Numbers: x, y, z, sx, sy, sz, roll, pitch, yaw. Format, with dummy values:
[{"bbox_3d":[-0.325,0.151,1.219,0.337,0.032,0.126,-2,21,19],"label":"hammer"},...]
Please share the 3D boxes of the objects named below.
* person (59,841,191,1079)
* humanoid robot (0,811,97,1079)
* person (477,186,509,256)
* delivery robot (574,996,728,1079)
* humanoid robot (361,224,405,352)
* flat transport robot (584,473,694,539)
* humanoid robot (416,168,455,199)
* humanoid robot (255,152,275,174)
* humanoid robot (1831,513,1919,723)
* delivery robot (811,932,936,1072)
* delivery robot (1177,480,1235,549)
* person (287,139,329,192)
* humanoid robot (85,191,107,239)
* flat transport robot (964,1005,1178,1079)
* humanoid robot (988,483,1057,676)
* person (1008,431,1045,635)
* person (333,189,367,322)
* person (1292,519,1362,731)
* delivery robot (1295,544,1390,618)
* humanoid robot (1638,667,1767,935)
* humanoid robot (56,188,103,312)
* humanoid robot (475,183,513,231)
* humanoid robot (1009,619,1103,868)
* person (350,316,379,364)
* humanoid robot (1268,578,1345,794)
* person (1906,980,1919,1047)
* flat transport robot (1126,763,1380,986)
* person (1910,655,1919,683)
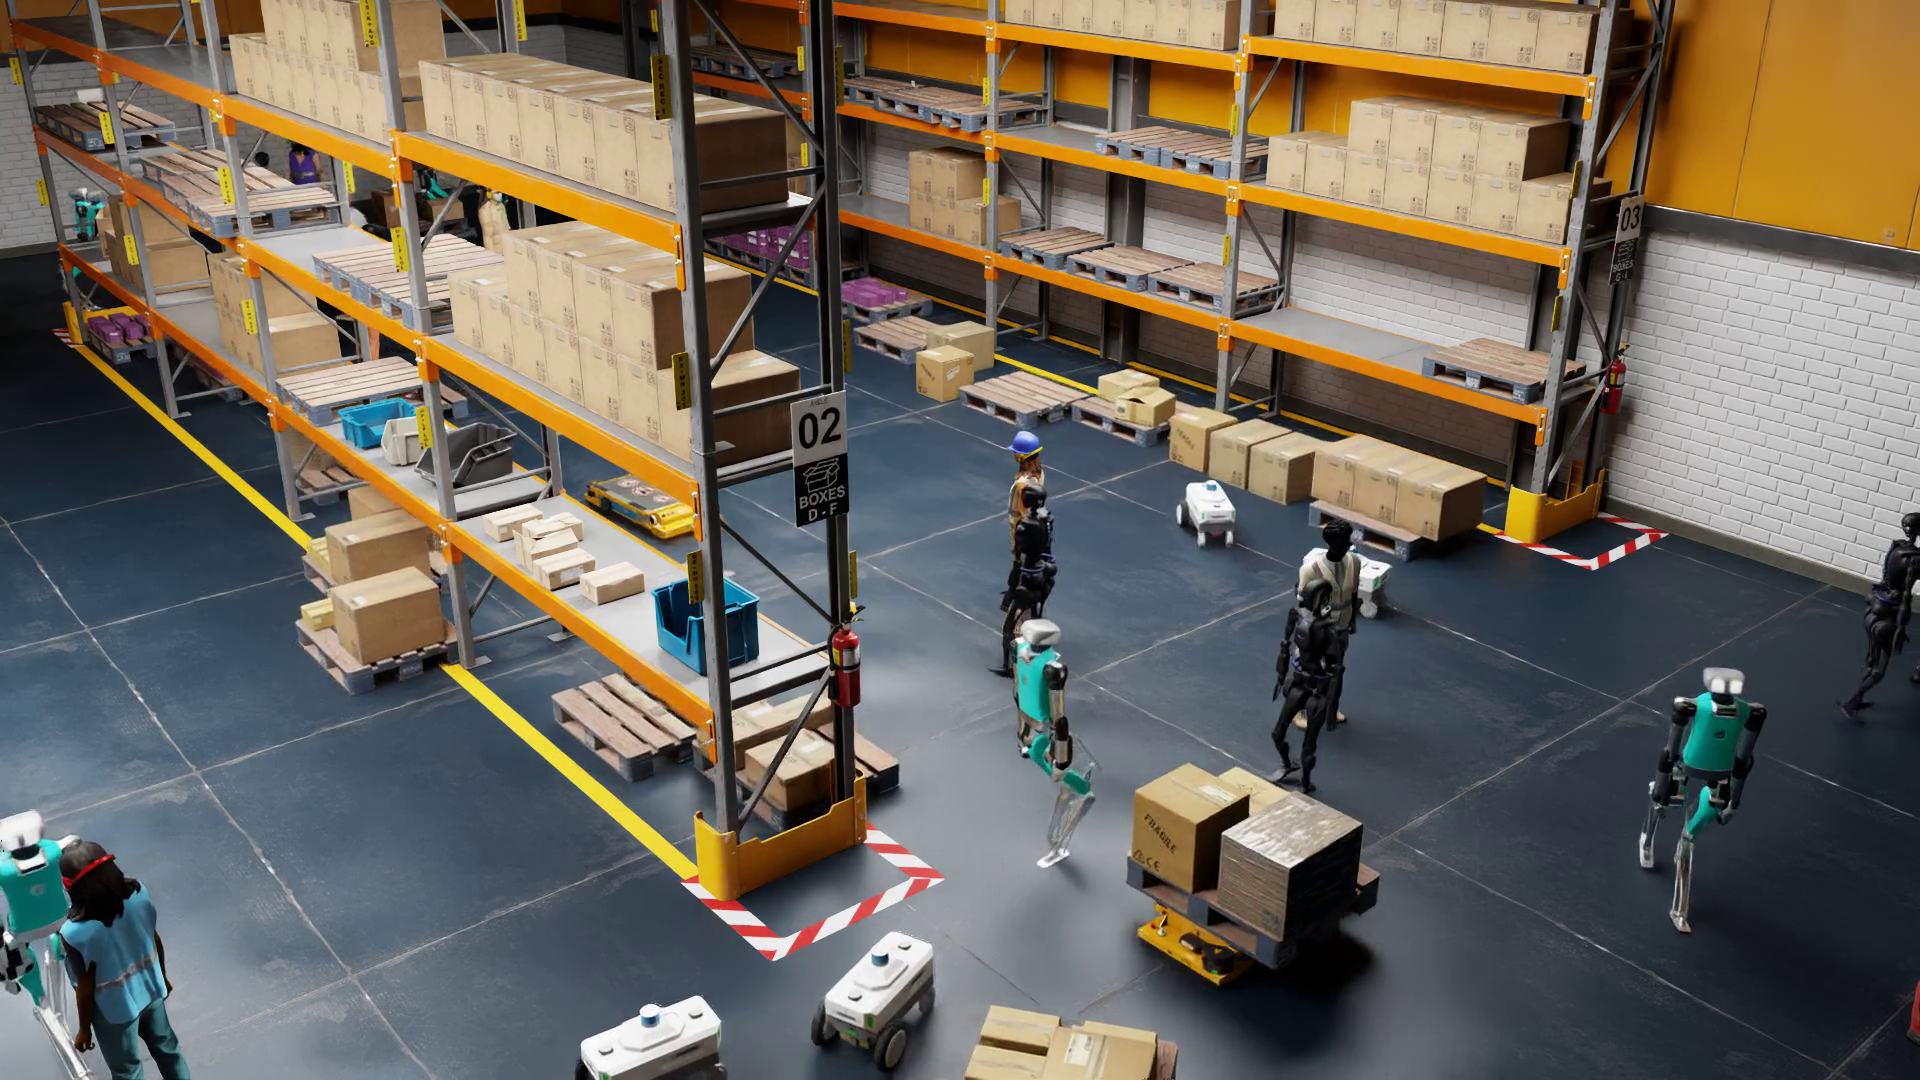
[{"bbox_3d":[-4.150,2.309,8.277,0.389,1.871,0.529,11,26,23],"label":"person"},{"bbox_3d":[-4.939,2.114,8.883,0.530,1.714,1.035,-20,31,-39],"label":"humanoid robot"},{"bbox_3d":[-6.369,-3.990,22.859,0.409,1.877,0.553,6,24,14],"label":"person"},{"bbox_3d":[-1.656,2.761,8.886,0.774,0.592,0.499,-15,27,-31],"label":"delivery robot"},{"bbox_3d":[-7.494,-3.227,21.366,0.666,1.628,0.611,12,26,26],"label":"humanoid robot"},{"bbox_3d":[-3.072,-0.370,16.501,0.659,0.231,1.431,-21,31,-39],"label":"flat transport robot"},{"bbox_3d":[-8.620,-5.830,27.451,0.708,1.911,0.564,0,23,1],"label":"humanoid robot"},{"bbox_3d":[-10.825,-5.241,26.023,0.612,1.640,0.600,11,26,25],"label":"humanoid robot"},{"bbox_3d":[6.951,0.561,12.576,0.470,1.648,0.607,6,24,13],"label":"humanoid robot"},{"bbox_3d":[-0.453,2.558,9.357,0.499,0.593,0.789,13,27,27],"label":"delivery robot"},{"bbox_3d":[2.390,-0.275,15.942,0.499,0.612,0.813,-2,23,-4],"label":"delivery robot"},{"bbox_3d":[-10.392,-5.609,26.596,0.672,1.892,0.500,2,23,5],"label":"person"},{"bbox_3d":[-11.508,-3.938,22.981,0.777,1.816,0.531,-18,29,-36],"label":"humanoid robot"},{"bbox_3d":[0.406,3.100,8.464,1.431,0.231,0.659,6,24,14],"label":"flat transport robot"},{"bbox_3d":[0.528,0.301,13.175,0.499,1.638,0.597,14,27,30],"label":"humanoid robot"},{"bbox_3d":[0.543,-0.061,13.880,0.310,1.778,0.470,7,24,15],"label":"person"},{"bbox_3d":[-8.199,-3.804,22.436,0.897,1.865,0.633,7,24,16],"label":"person"},{"bbox_3d":[2.733,0.621,12.414,0.534,1.692,0.320,-10,25,-22],"label":"person"},{"bbox_3d":[3.343,0.332,14.535,0.805,0.612,0.499,14,27,30],"label":"delivery robot"},{"bbox_3d":[4.555,1.484,10.433,0.536,1.776,1.043,3,24,7],"label":"humanoid robot"},{"bbox_3d":[-12.172,-3.948,22.851,0.728,1.728,0.530,-8,24,-17],"label":"humanoid robot"},{"bbox_3d":[-7.561,-5.785,27.235,0.530,1.773,1.006,-19,30,-37],"label":"humanoid robot"},{"bbox_3d":[0.678,1.333,10.790,0.665,1.864,0.536,-13,27,-28],"label":"humanoid robot"},{"bbox_3d":[-7.179,-2.727,20.082,0.498,1.759,0.332,14,27,29],"label":"person"},{"bbox_3d":[2.415,1.031,11.481,0.320,1.656,0.605,-16,28,-33],"label":"humanoid robot"},{"bbox_3d":[5.545,2.007,9.107,0.320,1.769,0.523,19,30,37],"label":"person"},{"bbox_3d":[1.837,2.272,10.383,1.431,0.231,0.659,-20,30,-38],"label":"flat transport robot"},{"bbox_3d":[7.811,0.263,12.953,0.545,1.926,0.387,14,27,29],"label":"person"}]
